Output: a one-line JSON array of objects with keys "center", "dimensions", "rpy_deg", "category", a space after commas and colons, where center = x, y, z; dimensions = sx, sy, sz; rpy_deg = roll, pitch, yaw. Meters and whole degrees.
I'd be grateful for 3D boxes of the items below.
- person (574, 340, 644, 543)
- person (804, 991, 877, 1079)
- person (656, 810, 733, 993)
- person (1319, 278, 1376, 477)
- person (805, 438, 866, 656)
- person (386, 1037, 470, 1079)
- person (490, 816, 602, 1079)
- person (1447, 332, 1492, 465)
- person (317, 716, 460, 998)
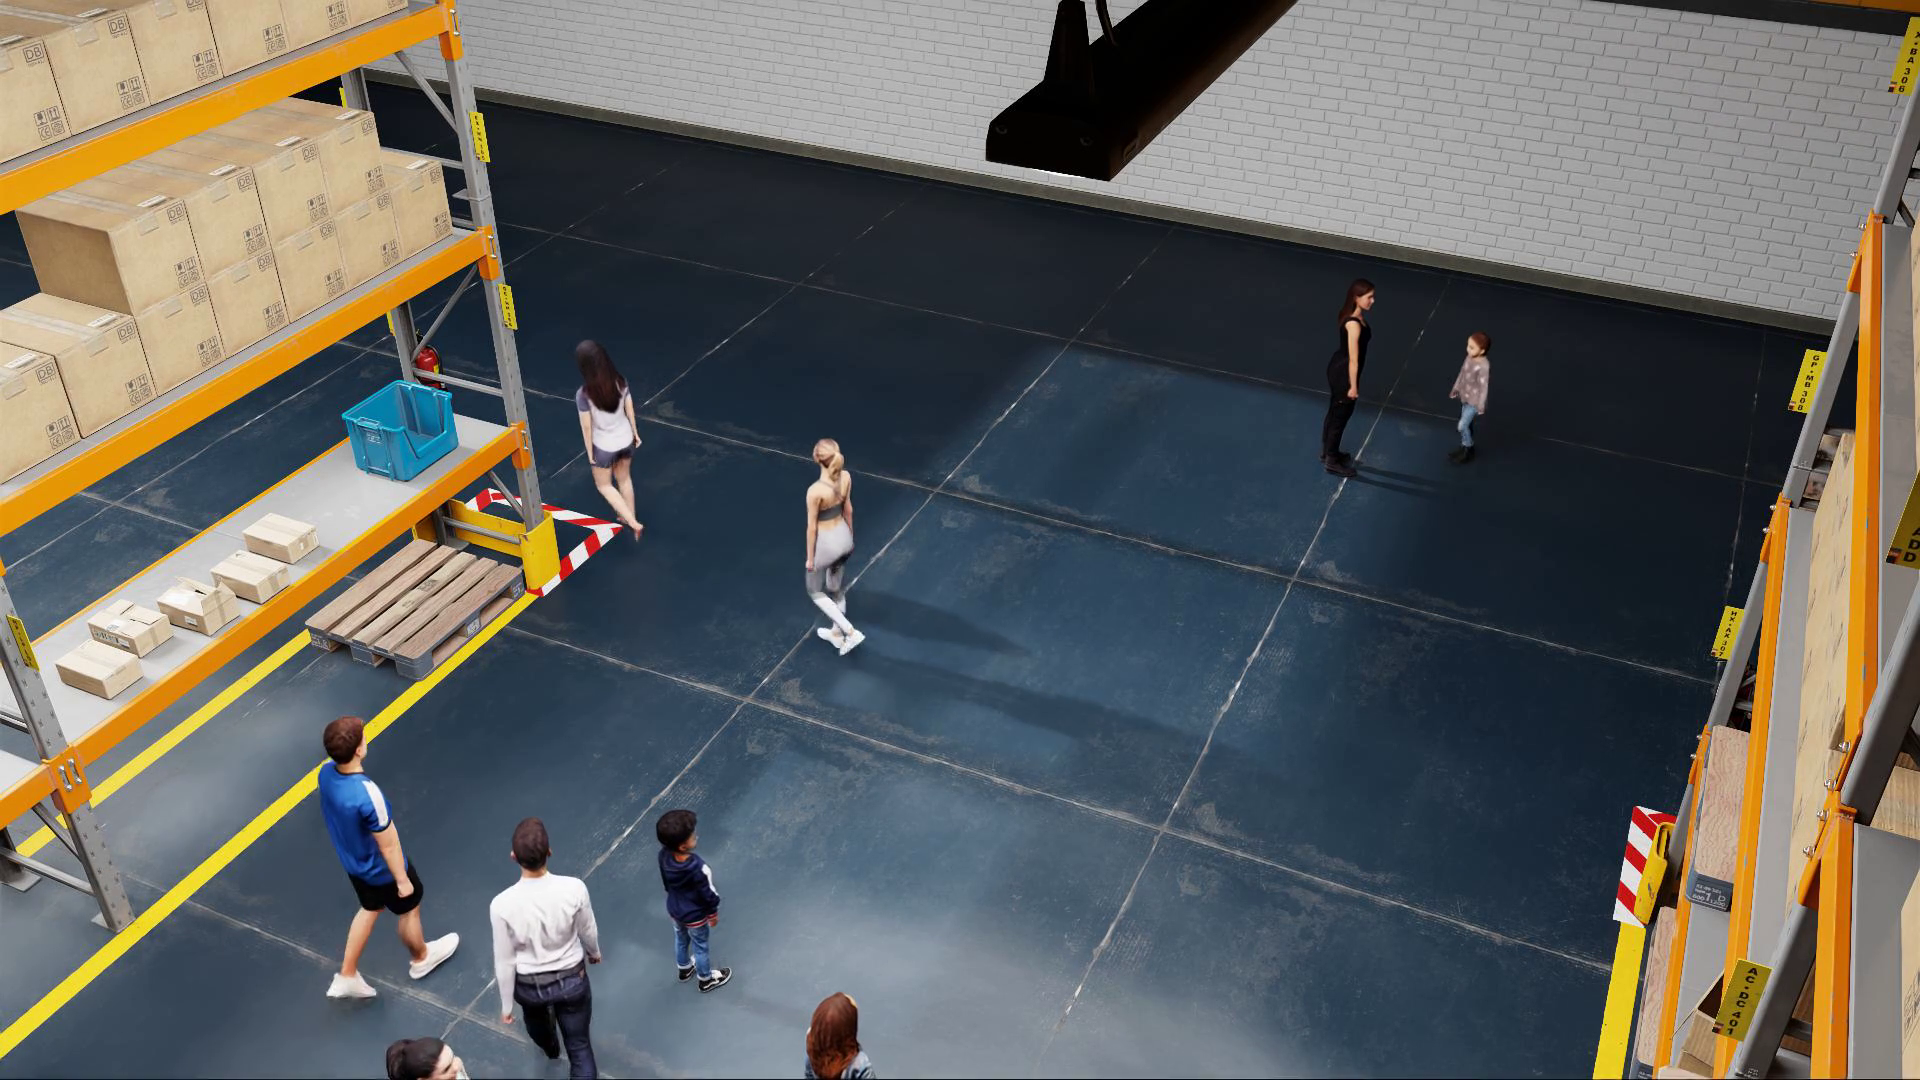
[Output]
[{"center": [-2.613, -0.697, 12.556], "dimensions": [0.902, 1.684, 0.895], "rpy_deg": [-22, 40, -30], "category": "person"}, {"center": [-0.541, 2.637, 7.729], "dimensions": [0.611, 1.476, 0.557], "rpy_deg": [22, 39, 29], "category": "person"}, {"center": [-1.470, 1.951, 8.988], "dimensions": [0.552, 1.224, 0.538], "rpy_deg": [22, 40, 30], "category": "person"}, {"center": [3.133, -1.335, 13.514], "dimensions": [0.715, 1.687, 0.599], "rpy_deg": [3, 34, 5], "category": "person"}, {"center": [-0.834, 0.087, 11.370], "dimensions": [0.753, 1.693, 0.780], "rpy_deg": [27, 42, 34], "category": "person"}, {"center": [-2.261, 2.777, 7.295], "dimensions": [1.042, 1.724, 1.179], "rpy_deg": [-3, 34, -5], "category": "person"}, {"center": [-1.969, 2.211, 8.050], "dimensions": [1.098, 1.830, 1.203], "rpy_deg": [-9, 35, -13], "category": "person"}, {"center": [4.279, -1.179, 13.728], "dimensions": [0.622, 1.190, 0.533], "rpy_deg": [-4, 34, -6], "category": "person"}, {"center": [-3.163, 1.723, 8.761], "dimensions": [0.762, 1.855, 1.055], "rpy_deg": [20, 38, 27], "category": "person"}]
